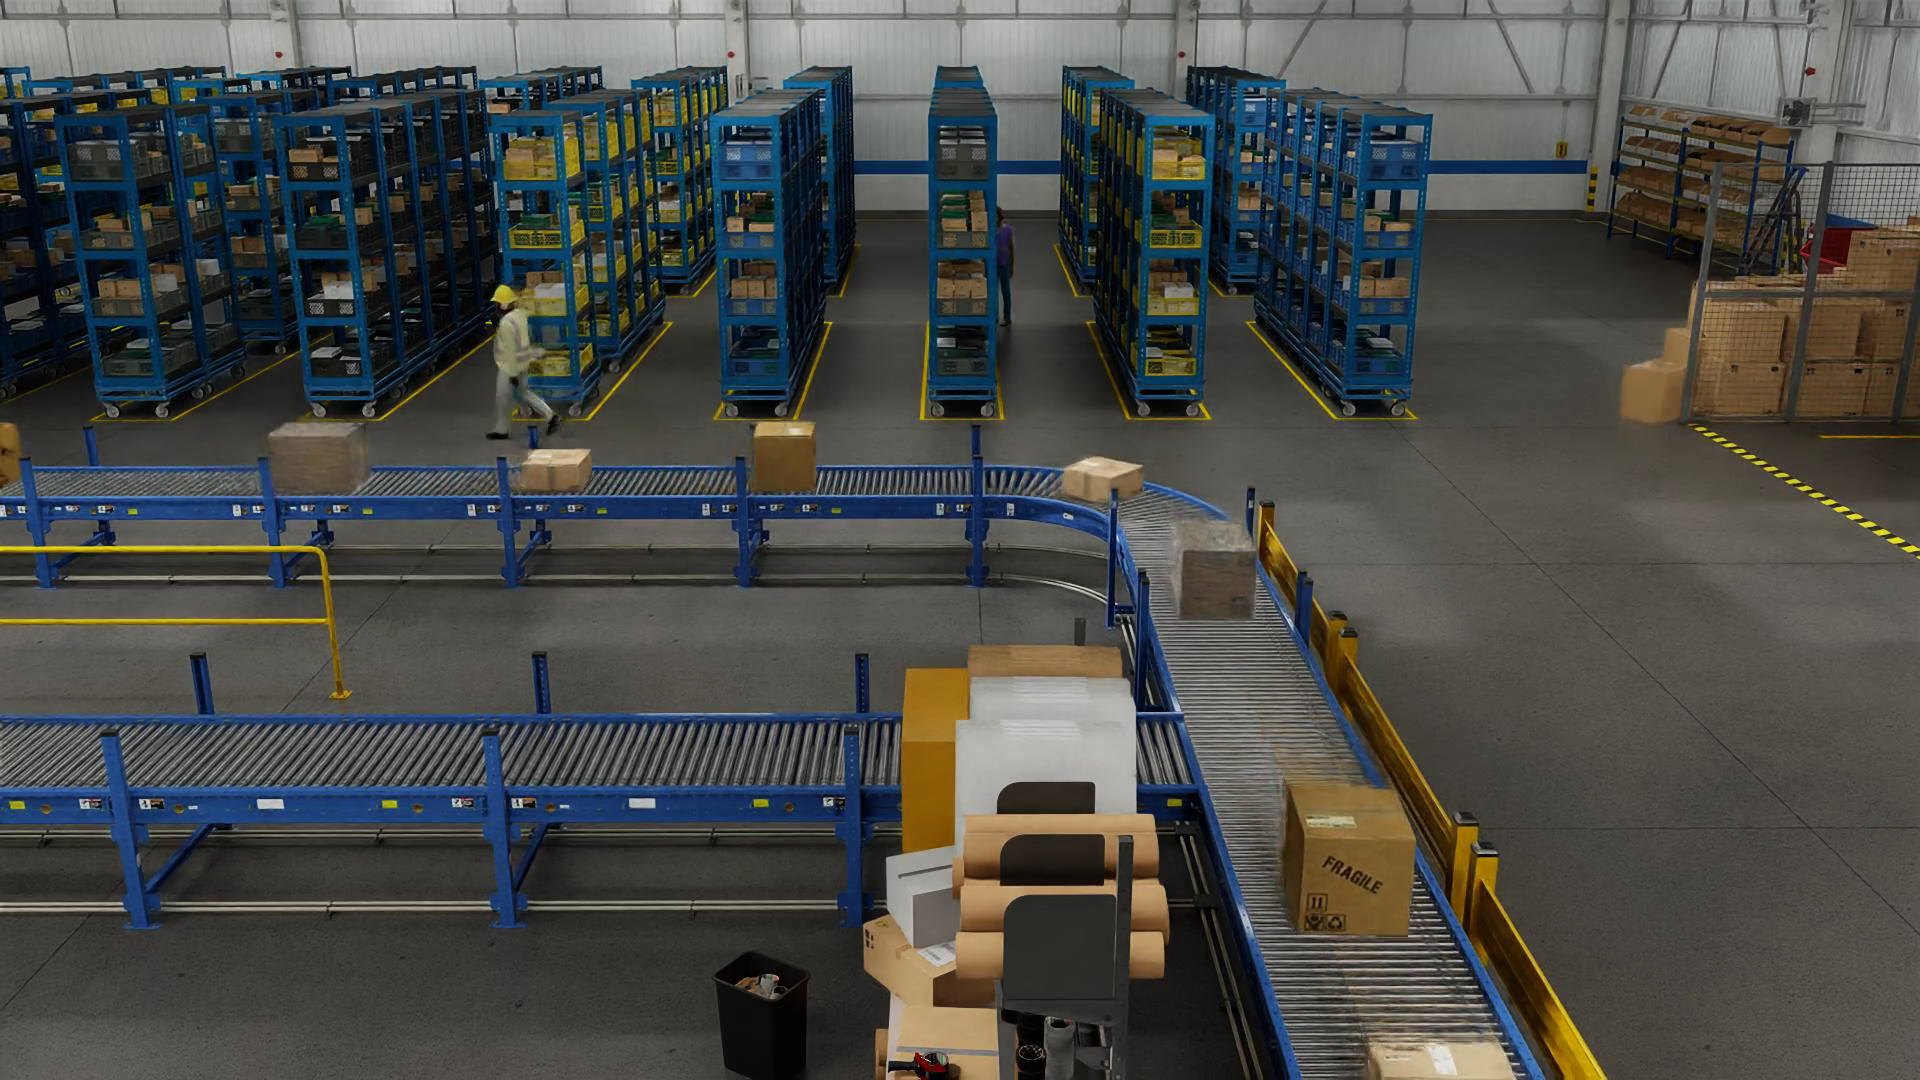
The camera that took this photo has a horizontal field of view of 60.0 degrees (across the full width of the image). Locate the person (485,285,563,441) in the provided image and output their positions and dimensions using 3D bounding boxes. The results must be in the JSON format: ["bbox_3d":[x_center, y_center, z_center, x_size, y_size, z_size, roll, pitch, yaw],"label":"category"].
[{"bbox_3d":[-5.023,-2.012,18.920,0.815,1.806,0.591,2,18,7],"label":"person"}]

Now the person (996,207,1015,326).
[{"bbox_3d":[0.602,-4.242,25.743,0.573,1.831,0.398,11,21,31],"label":"person"}]
